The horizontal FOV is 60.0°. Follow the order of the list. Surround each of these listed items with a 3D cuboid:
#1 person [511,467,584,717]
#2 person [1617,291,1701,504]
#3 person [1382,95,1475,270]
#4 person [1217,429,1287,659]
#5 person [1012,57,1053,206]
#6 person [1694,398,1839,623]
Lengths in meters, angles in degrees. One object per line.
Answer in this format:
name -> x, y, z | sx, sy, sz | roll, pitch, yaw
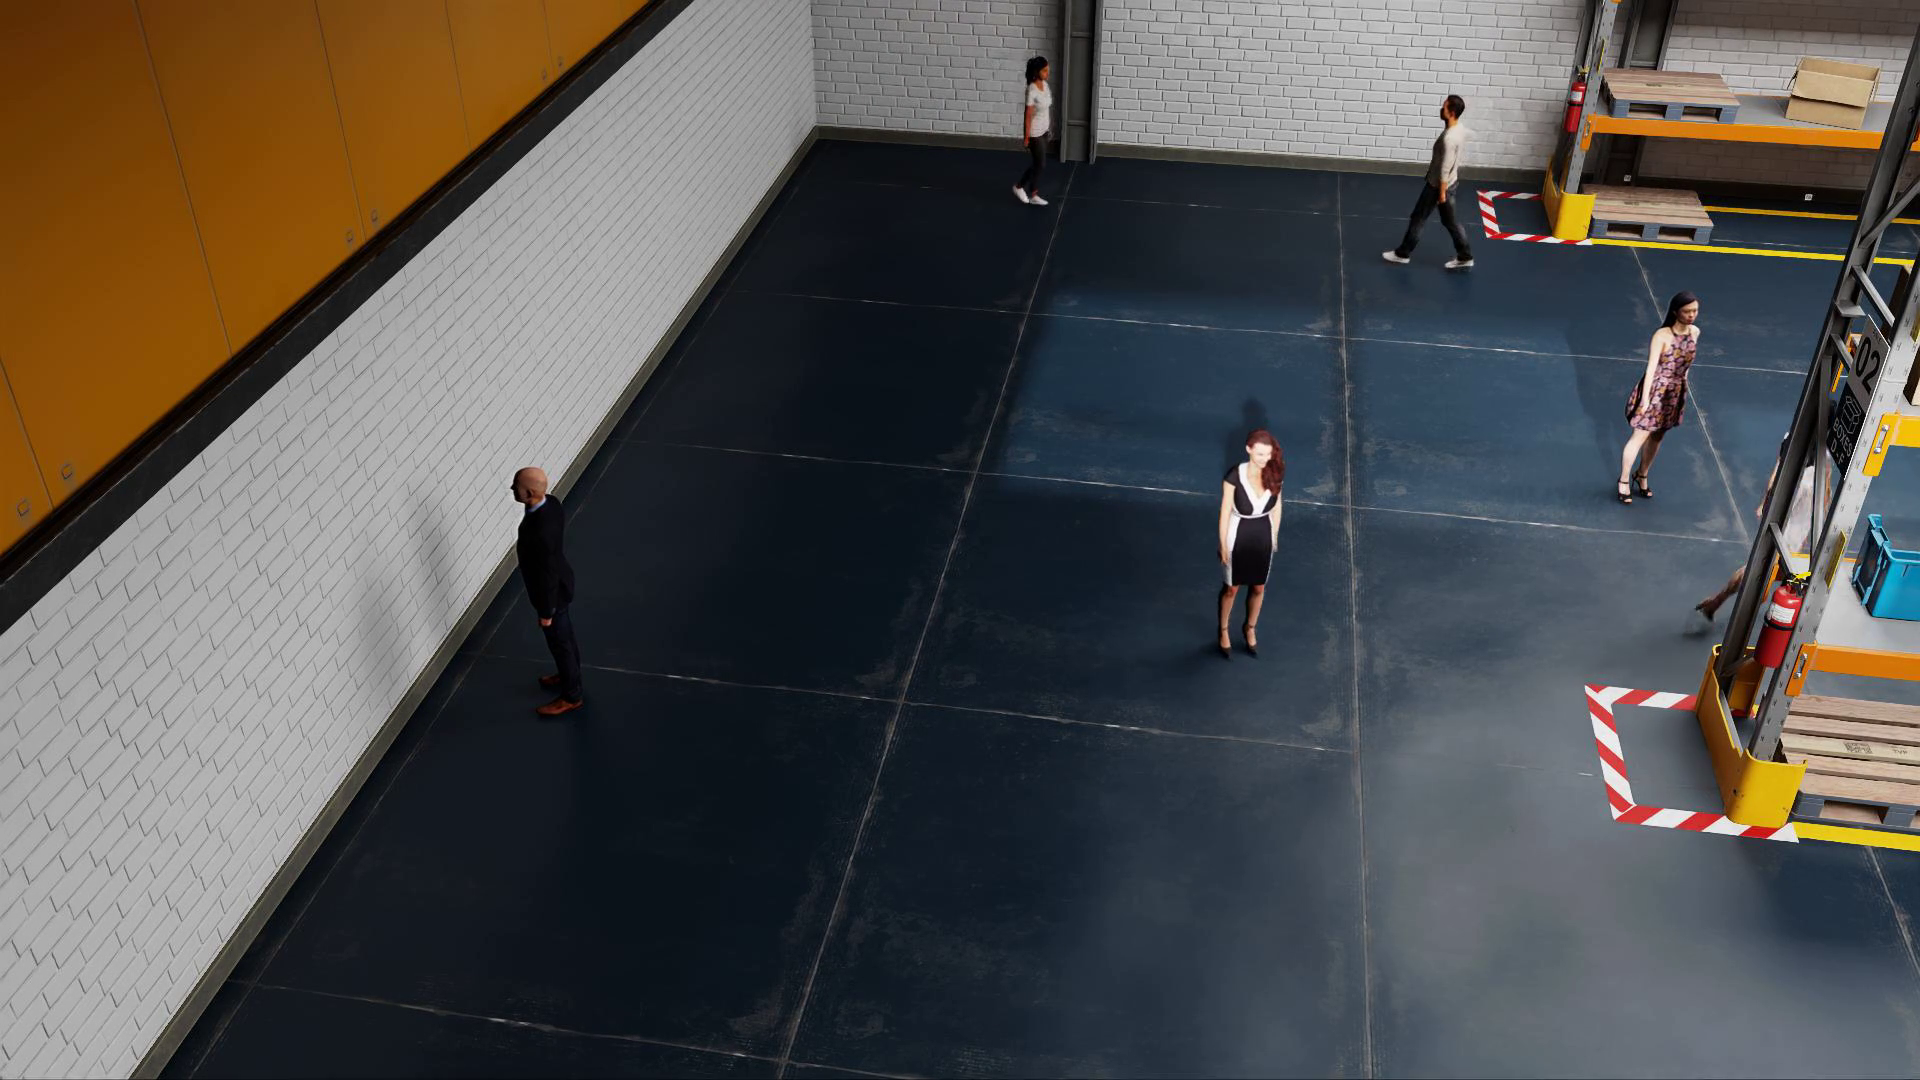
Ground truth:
person -> -2.628, 0.306, 10.662 | 0.708, 1.801, 0.745 | -5, 34, -8
person -> 5.392, -1.091, 12.787 | 0.776, 1.774, 0.856 | -13, 36, -18
person -> 4.842, -3.480, 16.385 | 1.212, 1.770, 0.889 | 16, 37, 23
person -> 1.917, 0.015, 11.111 | 0.611, 1.787, 0.722 | -8, 34, -12
person -> 0.746, -4.394, 17.885 | 0.702, 1.632, 0.652 | 14, 36, 20
person -> 5.605, -0.124, 11.379 | 1.254, 1.723, 0.979 | -9, 35, -13
